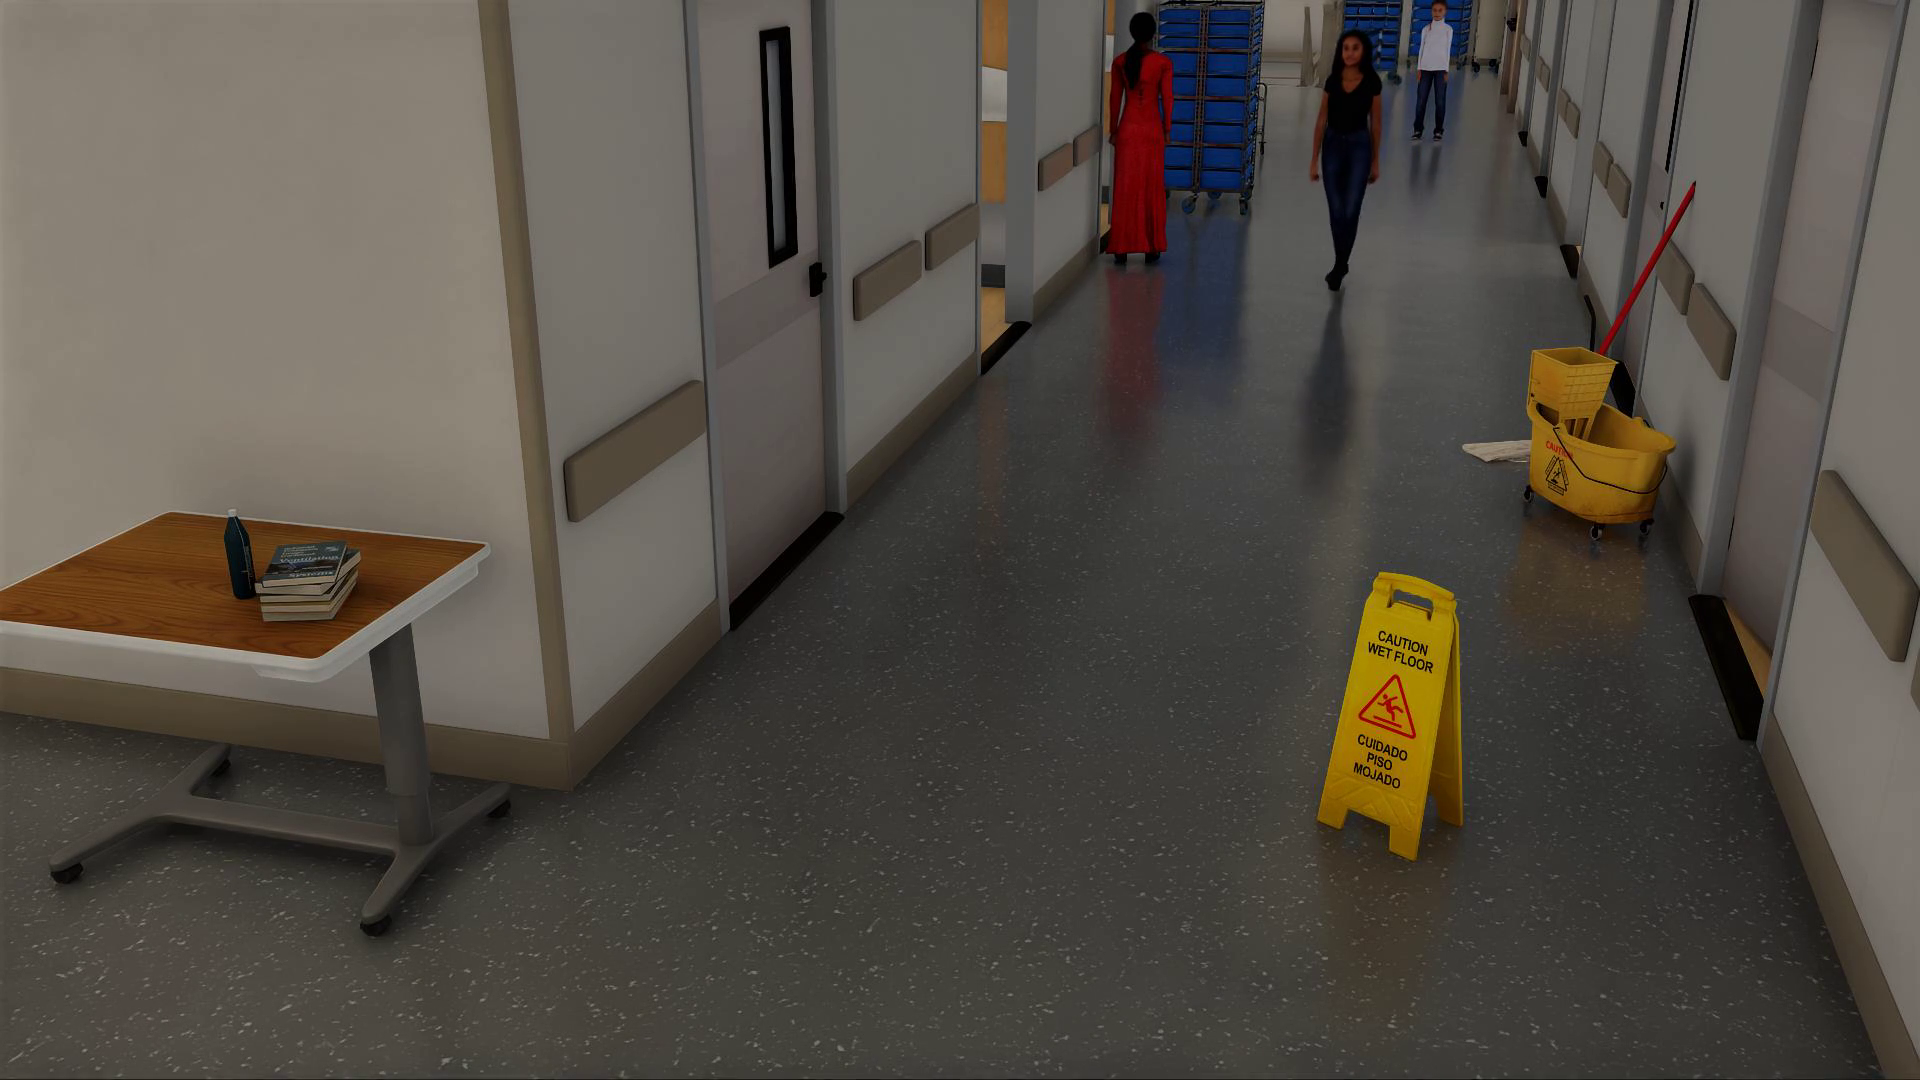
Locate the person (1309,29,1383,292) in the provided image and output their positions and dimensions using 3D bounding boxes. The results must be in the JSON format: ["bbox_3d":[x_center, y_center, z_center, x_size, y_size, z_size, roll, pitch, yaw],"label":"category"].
[{"bbox_3d":[2.643,-2.567,11.354,0.710,1.687,1.193,9,22,21],"label":"person"}]

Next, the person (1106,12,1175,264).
[{"bbox_3d":[1.309,-2.937,12.193,0.653,1.784,0.643,3,21,7],"label":"person"}]

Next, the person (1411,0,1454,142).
[{"bbox_3d":[5.352,-5.298,18.750,0.529,1.555,0.535,8,22,20],"label":"person"}]
